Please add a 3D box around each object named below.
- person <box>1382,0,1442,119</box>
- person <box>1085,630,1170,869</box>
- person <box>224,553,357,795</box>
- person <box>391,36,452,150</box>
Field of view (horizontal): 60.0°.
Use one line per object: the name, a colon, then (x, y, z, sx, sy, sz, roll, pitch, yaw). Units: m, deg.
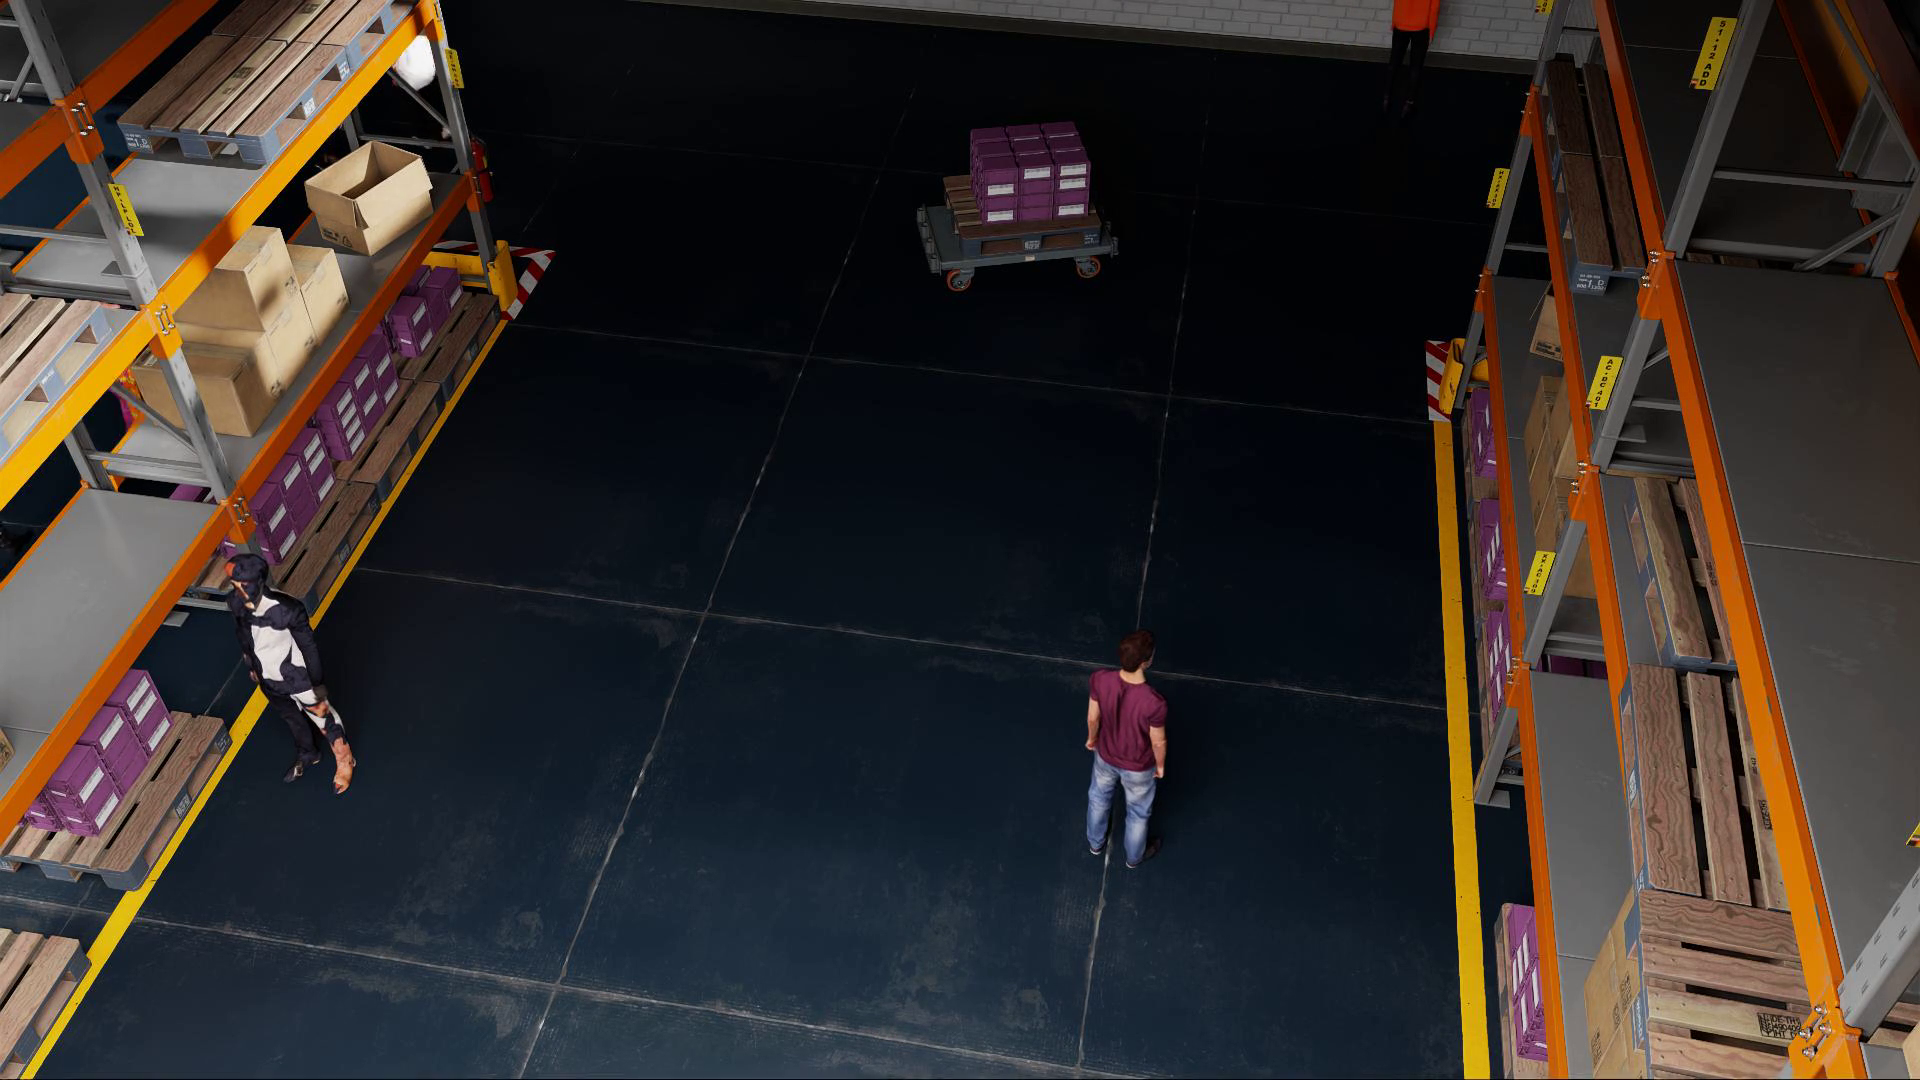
person: (4.379, -4.942, 16.109, 0.701, 1.749, 0.694, 26, 49, 25)
person: (0.956, 1.219, 9.568, 0.731, 1.850, 0.699, 24, 49, 23)
person: (-4.038, 0.786, 9.992, 0.708, 1.893, 0.623, 12, 45, 13)
person: (-5.115, -4.437, 15.630, 0.874, 1.680, 0.797, 27, 50, 25)
